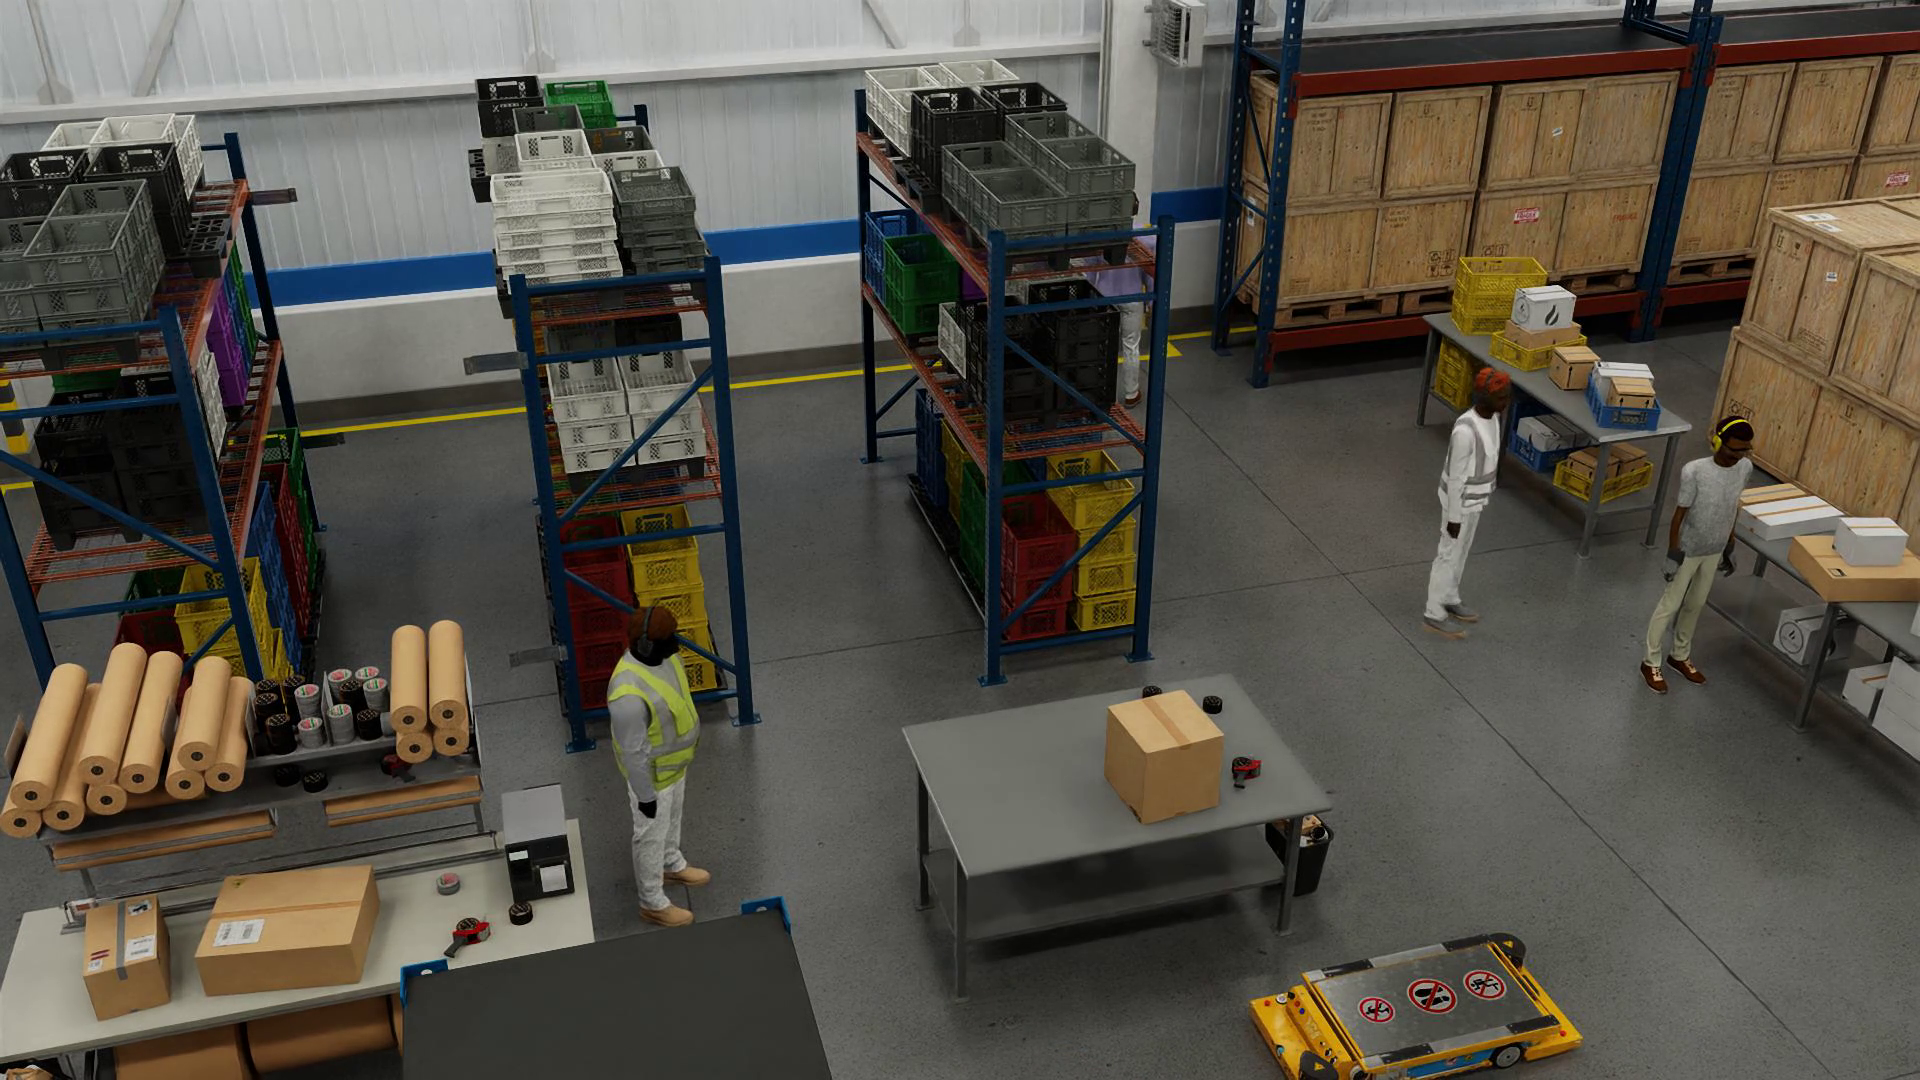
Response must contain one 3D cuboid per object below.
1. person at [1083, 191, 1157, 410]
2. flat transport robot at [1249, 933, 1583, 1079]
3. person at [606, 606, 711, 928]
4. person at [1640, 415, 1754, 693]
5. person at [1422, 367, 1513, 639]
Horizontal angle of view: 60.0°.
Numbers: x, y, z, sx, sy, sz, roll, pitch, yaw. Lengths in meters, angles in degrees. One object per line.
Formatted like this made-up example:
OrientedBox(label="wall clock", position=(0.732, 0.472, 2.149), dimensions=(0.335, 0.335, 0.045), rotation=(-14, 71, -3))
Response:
OrientedBox(label="person", position=(1.358, -2.046, 14.137), dimensions=(0.636, 1.938, 0.358), rotation=(5, 29, 9))
OrientedBox(label="flat transport robot", position=(2.184, 2.282, 7.980), dimensions=(1.431, 0.197, 0.652), rotation=(-8, 30, -14))
OrientedBox(label="person", position=(-1.528, 1.133, 8.466), dimensions=(0.429, 1.836, 0.631), rotation=(4, 29, 6))
OrientedBox(label="person", position=(4.618, 0.082, 10.348), dimensions=(0.515, 1.861, 0.329), rotation=(-9, 30, -16))
OrientedBox(label="person", position=(3.354, -0.254, 10.949), dimensions=(0.389, 1.881, 0.589), rotation=(19, 34, 31))
